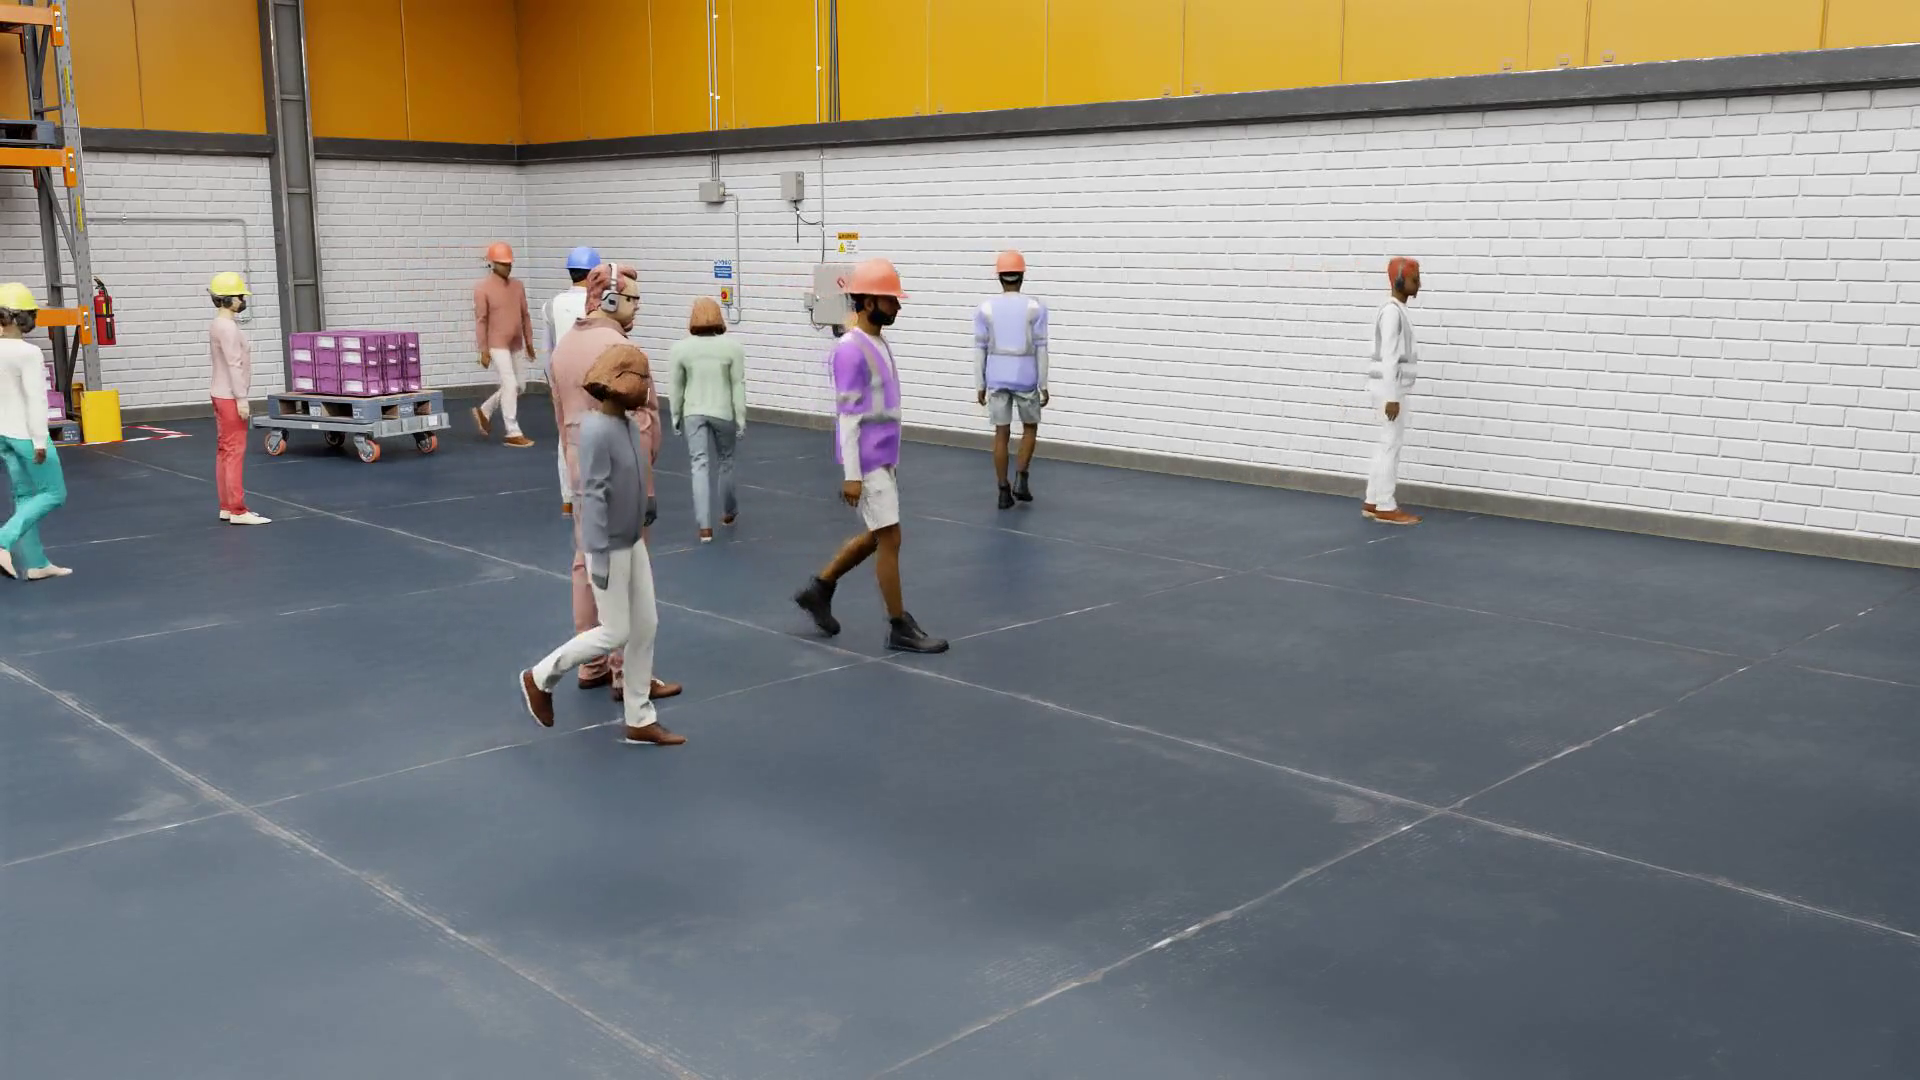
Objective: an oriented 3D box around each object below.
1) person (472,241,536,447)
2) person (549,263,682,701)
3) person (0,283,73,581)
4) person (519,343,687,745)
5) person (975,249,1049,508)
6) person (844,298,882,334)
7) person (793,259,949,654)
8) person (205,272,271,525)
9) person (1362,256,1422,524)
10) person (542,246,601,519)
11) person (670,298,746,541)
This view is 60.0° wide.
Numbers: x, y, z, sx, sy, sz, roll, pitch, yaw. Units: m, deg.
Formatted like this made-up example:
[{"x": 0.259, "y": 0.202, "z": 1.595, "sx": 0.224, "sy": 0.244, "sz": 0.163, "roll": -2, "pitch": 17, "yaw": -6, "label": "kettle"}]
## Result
[{"x": -4.437, "y": -1.878, "z": 15.989, "sx": 0.723, "sy": 1.966, "sz": 0.622, "roll": 5, "pitch": 12, "yaw": 27, "label": "person"}, {"x": -1.506, "y": -0.251, "z": 7.297, "sx": 0.405, "sy": 1.903, "sz": 0.636, "roll": -9, "pitch": 13, "yaw": -39, "label": "person"}, {"x": -5.460, "y": -0.599, "z": 9.604, "sx": 0.528, "sy": 1.753, "sz": 0.504, "roll": 6, "pitch": 12, "yaw": 28, "label": "person"}, {"x": -1.415, "y": 0.028, "z": 6.559, "sx": 0.594, "sy": 1.607, "sz": 0.509, "roll": 2, "pitch": 11, "yaw": 11, "label": "person"}, {"x": 0.389, "y": -1.192, "z": 12.373, "sx": 0.568, "sy": 1.917, "sz": 0.445, "roll": 2, "pitch": 11, "yaw": 10, "label": "person"}, {"x": -0.820, "y": -1.379, "z": 14.184, "sx": 0.338, "sy": 1.634, "sz": 0.537, "roll": -5, "pitch": 12, "yaw": -28, "label": "person"}, {"x": -0.457, "y": -0.407, "z": 8.113, "sx": 0.812, "sy": 1.915, "sz": 0.558, "roll": 3, "pitch": 11, "yaw": 14, "label": "person"}, {"x": -5.093, "y": -0.988, "z": 11.680, "sx": 0.316, "sy": 1.769, "sz": 0.524, "roll": -7, "pitch": 13, "yaw": -34, "label": "person"}, {"x": 3.066, "y": -1.057, "z": 11.742, "sx": 0.352, "sy": 1.881, "sz": 0.585, "roll": 3, "pitch": 11, "yaw": 16, "label": "person"}, {"x": -2.668, "y": -1.111, "z": 11.861, "sx": 0.615, "sy": 1.942, "sz": 0.408, "roll": 4, "pitch": 11, "yaw": 22, "label": "person"}, {"x": -1.690, "y": -0.825, "z": 11.222, "sx": 0.516, "sy": 1.588, "sz": 0.856, "roll": -1, "pitch": 10, "yaw": -3, "label": "person"}]
